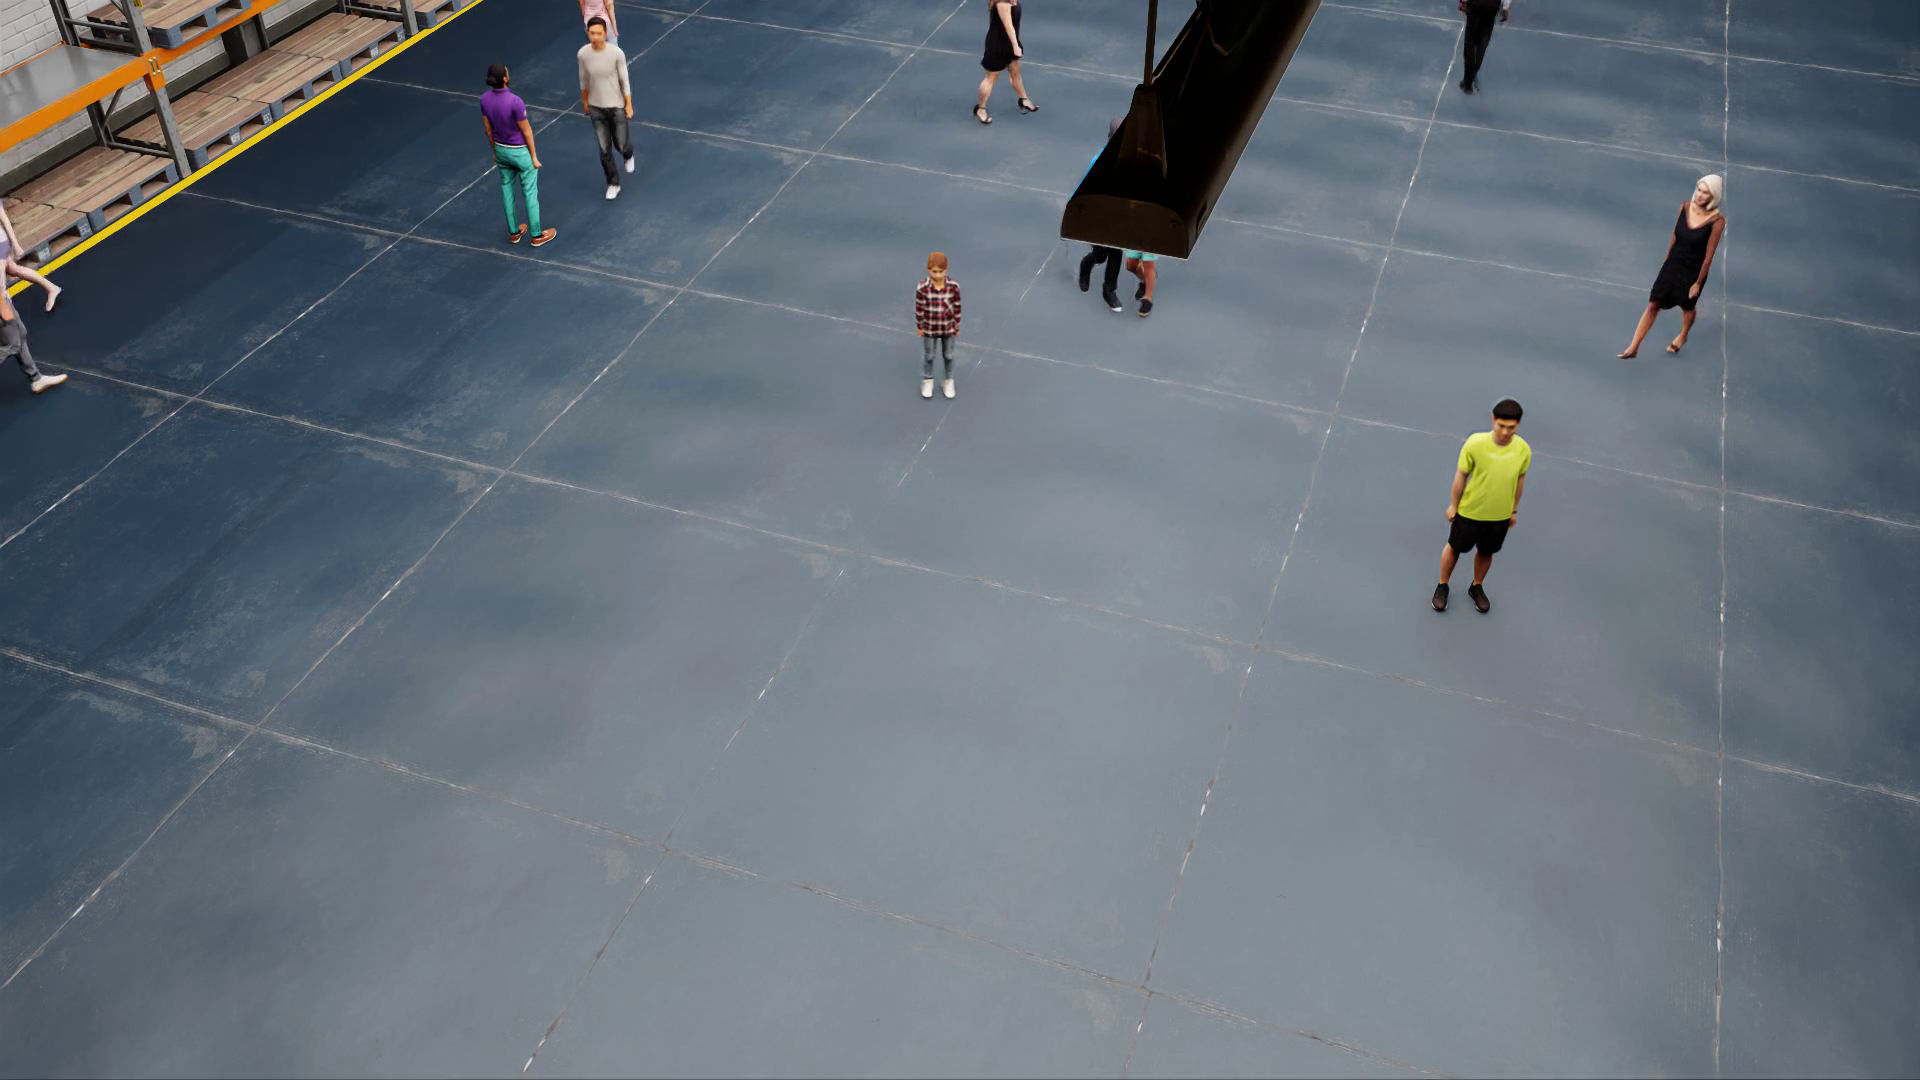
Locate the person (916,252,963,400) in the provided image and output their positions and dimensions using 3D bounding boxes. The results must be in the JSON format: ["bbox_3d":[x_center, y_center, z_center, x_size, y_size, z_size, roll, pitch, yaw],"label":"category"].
[{"bbox_3d":[-0.164,-1.756,13.489,0.590,1.305,0.606,-2,39,-2],"label":"person"}]

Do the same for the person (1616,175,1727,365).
[{"bbox_3d":[6.064,-2.234,13.776,1.155,1.694,1.027,-22,43,-25],"label":"person"}]

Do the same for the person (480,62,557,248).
[{"bbox_3d":[-4.134,-3.570,15.390,0.621,1.768,0.572,11,40,14],"label":"person"}]

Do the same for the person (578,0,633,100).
[{"bbox_3d":[-3.877,-5.519,17.865,0.551,1.725,0.494,12,40,14],"label":"person"}]

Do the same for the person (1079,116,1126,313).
[{"bbox_3d":[1.289,-2.878,14.510,0.855,1.786,0.923,-13,40,-15],"label":"person"}]

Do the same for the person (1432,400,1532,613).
[{"bbox_3d":[3.553,-0.243,11.272,0.674,1.708,0.609,2,39,3],"label":"person"}]

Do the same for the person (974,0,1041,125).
[{"bbox_3d":[0.341,-5.171,17.462,0.933,1.684,0.997,0,39,0],"label":"person"}]

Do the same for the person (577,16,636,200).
[{"bbox_3d":[-3.415,-4.269,16.246,0.819,1.792,1.005,4,39,5],"label":"person"}]

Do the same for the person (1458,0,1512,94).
[{"bbox_3d":[5.706,-5.763,18.098,0.809,1.816,0.916,2,39,3],"label":"person"}]
